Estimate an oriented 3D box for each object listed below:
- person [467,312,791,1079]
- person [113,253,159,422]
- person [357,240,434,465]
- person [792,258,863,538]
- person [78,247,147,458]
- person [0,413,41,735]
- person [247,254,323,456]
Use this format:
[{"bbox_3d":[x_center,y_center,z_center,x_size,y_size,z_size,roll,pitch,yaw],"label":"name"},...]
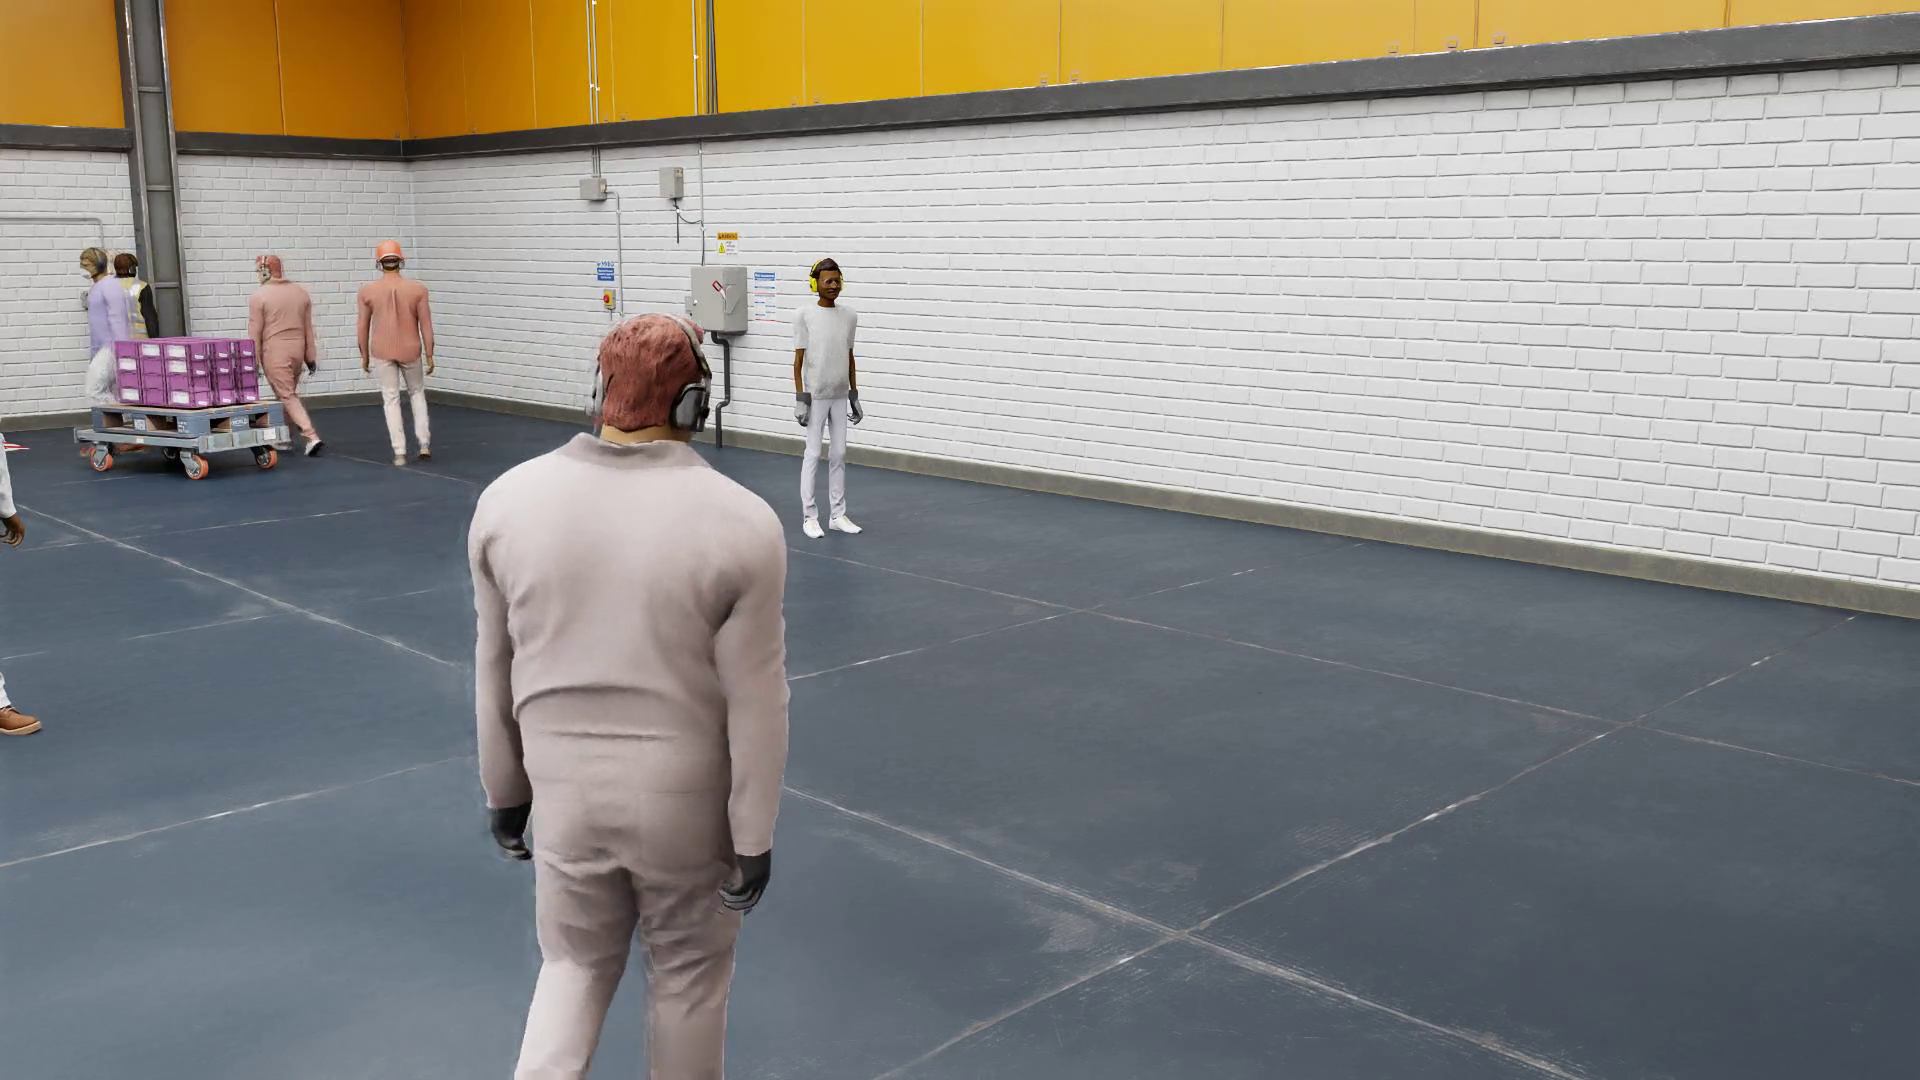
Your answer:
[{"bbox_3d":[-0.641,0.508,3.206,0.652,1.880,0.671,2,11,9],"label":"person"},{"bbox_3d":[-8.586,-2.047,17.253,0.637,1.840,0.429,1,10,8],"label":"person"},{"bbox_3d":[-5.010,-1.660,14.784,0.633,1.971,0.591,-4,11,-21],"label":"person"},{"bbox_3d":[-0.886,-0.953,11.225,0.514,1.867,0.328,-8,13,-36],"label":"person"},{"bbox_3d":[-7.844,-1.695,15.141,0.755,1.907,0.665,-7,13,-35],"label":"person"},{"bbox_3d":[-3.967,-0.106,6.550,0.352,1.884,0.580,3,11,17],"label":"person"},{"bbox_3d":[-6.231,-1.702,15.360,0.948,1.863,0.661,6,12,28],"label":"person"}]
